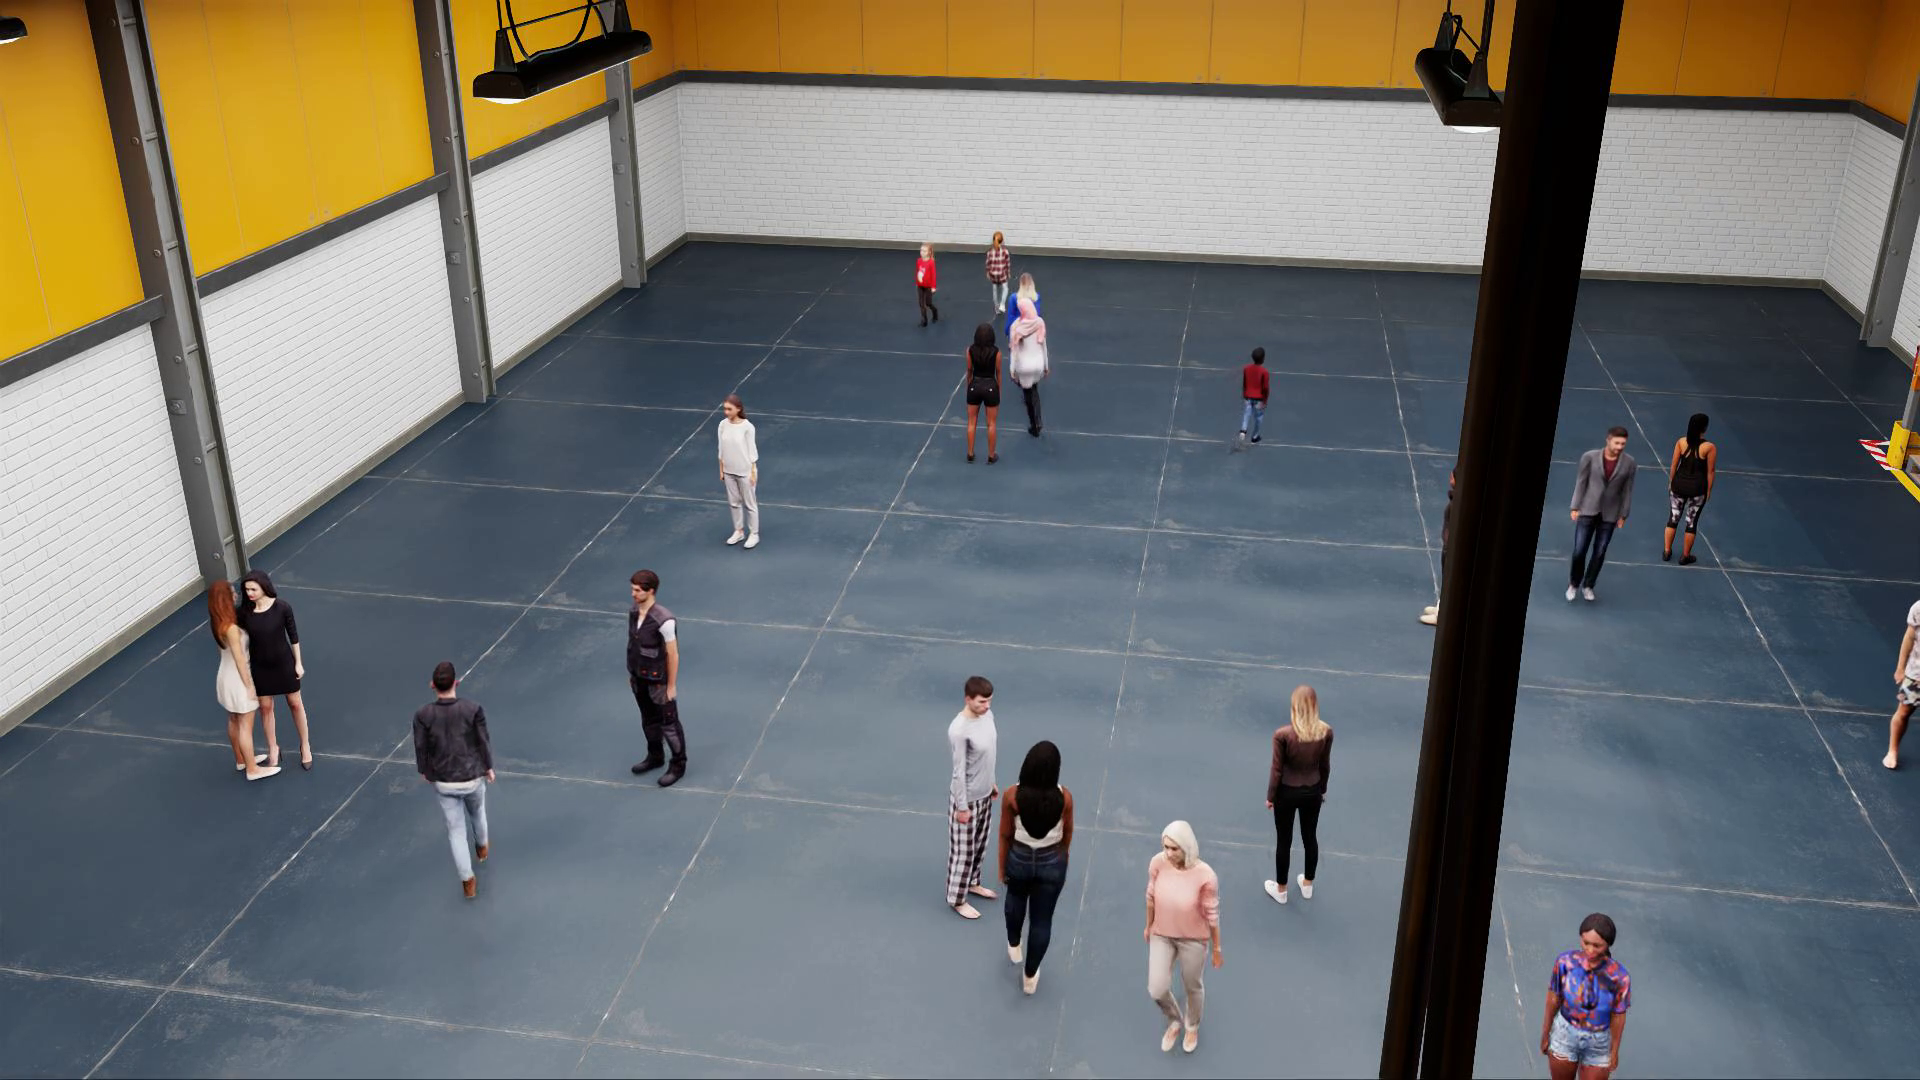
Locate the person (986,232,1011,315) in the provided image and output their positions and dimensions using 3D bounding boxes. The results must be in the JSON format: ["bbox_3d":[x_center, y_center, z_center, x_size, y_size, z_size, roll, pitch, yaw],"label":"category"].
[{"bbox_3d":[0.598,-4.166,26.036,0.539,1.301,0.518,5,24,11],"label":"person"}]

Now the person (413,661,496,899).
[{"bbox_3d":[-3.576,1.748,11.865,0.930,1.815,1.068,-7,25,-16],"label":"person"}]

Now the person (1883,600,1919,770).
[{"bbox_3d":[7.903,1.031,13.510,0.713,1.811,0.635,9,25,20],"label":"person"}]

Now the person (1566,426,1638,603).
[{"bbox_3d":[6.316,-0.287,16.471,0.712,1.854,0.668,6,24,13],"label":"person"}]

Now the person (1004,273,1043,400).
[{"bbox_3d":[0.864,-2.693,22.209,0.979,1.667,1.208,-8,25,-18],"label":"person"}]

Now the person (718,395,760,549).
[{"bbox_3d":[-2.349,-0.752,17.745,0.645,1.686,0.604,8,25,19],"label":"person"}]

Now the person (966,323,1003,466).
[{"bbox_3d":[0.282,-1.764,19.992,0.579,1.739,0.511,5,24,12],"label":"person"}]

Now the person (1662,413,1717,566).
[{"bbox_3d":[7.593,-0.550,17.315,0.655,1.660,0.664,18,30,36],"label":"person"}]

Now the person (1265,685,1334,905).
[{"bbox_3d":[2.409,1.812,11.859,0.673,1.703,0.641,-5,24,-12],"label":"person"}]

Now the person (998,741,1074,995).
[{"bbox_3d":[0.491,2.188,10.889,0.617,1.790,0.740,3,24,7],"label":"person"}]

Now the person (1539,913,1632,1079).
[{"bbox_3d":[3.559,2.832,9.488,0.688,1.732,0.741,12,26,25],"label":"person"}]

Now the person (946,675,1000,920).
[{"bbox_3d":[0.076,1.779,11.755,0.753,1.846,0.600,14,27,28],"label":"person"}]

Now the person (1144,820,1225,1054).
[{"bbox_3d":[1.395,2.438,10.424,0.779,1.704,0.749,9,25,20],"label":"person"}]

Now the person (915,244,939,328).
[{"bbox_3d":[-0.499,-3.905,25.469,0.601,1.275,0.703,13,27,28],"label":"person"}]

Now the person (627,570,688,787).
[{"bbox_3d":[-2.446,1.083,13.344,0.753,1.848,0.755,19,30,36],"label":"person"}]

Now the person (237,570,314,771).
[{"bbox_3d":[-5.542,1.056,13.461,0.664,1.803,0.618,-4,24,-9],"label":"person"}]

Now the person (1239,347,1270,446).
[{"bbox_3d":[3.630,-1.768,20.616,0.626,1.247,0.693,16,28,32],"label":"person"}]

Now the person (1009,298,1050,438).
[{"bbox_3d":[0.903,-2.111,20.731,0.790,1.784,0.813,-8,25,-17],"label":"person"}]

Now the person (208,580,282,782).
[{"bbox_3d":[-5.851,1.122,13.430,0.704,1.709,0.653,-18,30,-36],"label":"person"}]
